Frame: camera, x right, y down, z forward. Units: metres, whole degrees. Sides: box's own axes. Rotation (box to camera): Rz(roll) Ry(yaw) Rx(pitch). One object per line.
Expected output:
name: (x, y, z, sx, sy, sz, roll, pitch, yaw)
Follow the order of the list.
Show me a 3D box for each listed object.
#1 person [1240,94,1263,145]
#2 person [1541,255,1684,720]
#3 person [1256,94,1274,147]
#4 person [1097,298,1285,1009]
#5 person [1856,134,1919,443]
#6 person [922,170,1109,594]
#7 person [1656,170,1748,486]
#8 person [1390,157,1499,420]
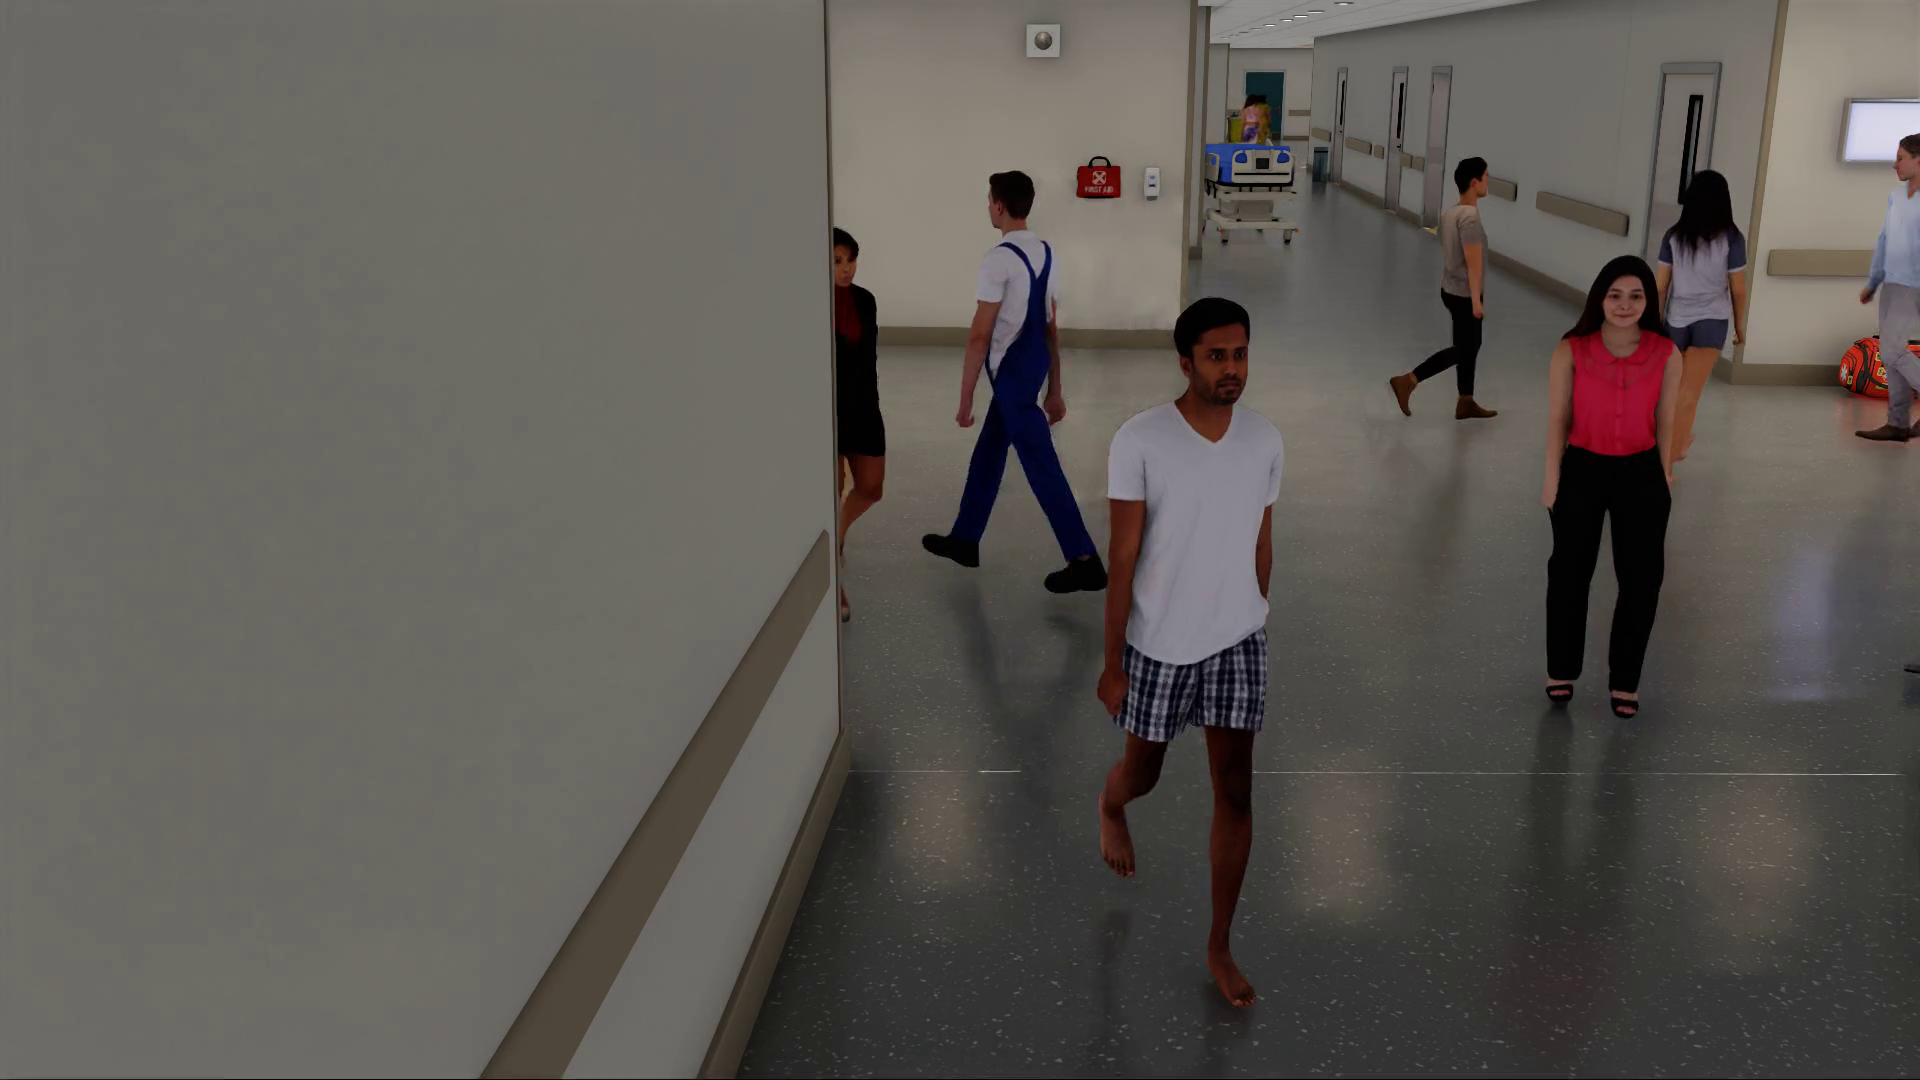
person: (6.416, -8.953, 36.790, 0.842, 1.749, 0.786, 5, 17, 18)
person: (2.270, -0.173, 5.848, 0.704, 1.638, 0.713, 4, 16, 14)
person: (8.013, -11.019, 44.315, 1.079, 1.641, 1.032, -15, 21, -42)
person: (0.552, 0.240, 4.256, 1.089, 1.707, 0.922, -4, 16, -13)
person: (5.886, -1.512, 10.171, 0.738, 1.870, 0.668, -1, 16, -2)
person: (0.314, -0.624, 7.156, 1.369, 1.797, 1.162, 13, 20, 39)
person: (4.000, -1.107, 9.091, 1.151, 1.677, 1.065, 12, 19, 36)
person: (3.184, -1.599, 10.793, 0.967, 1.699, 0.612, 1, 16, 3)
